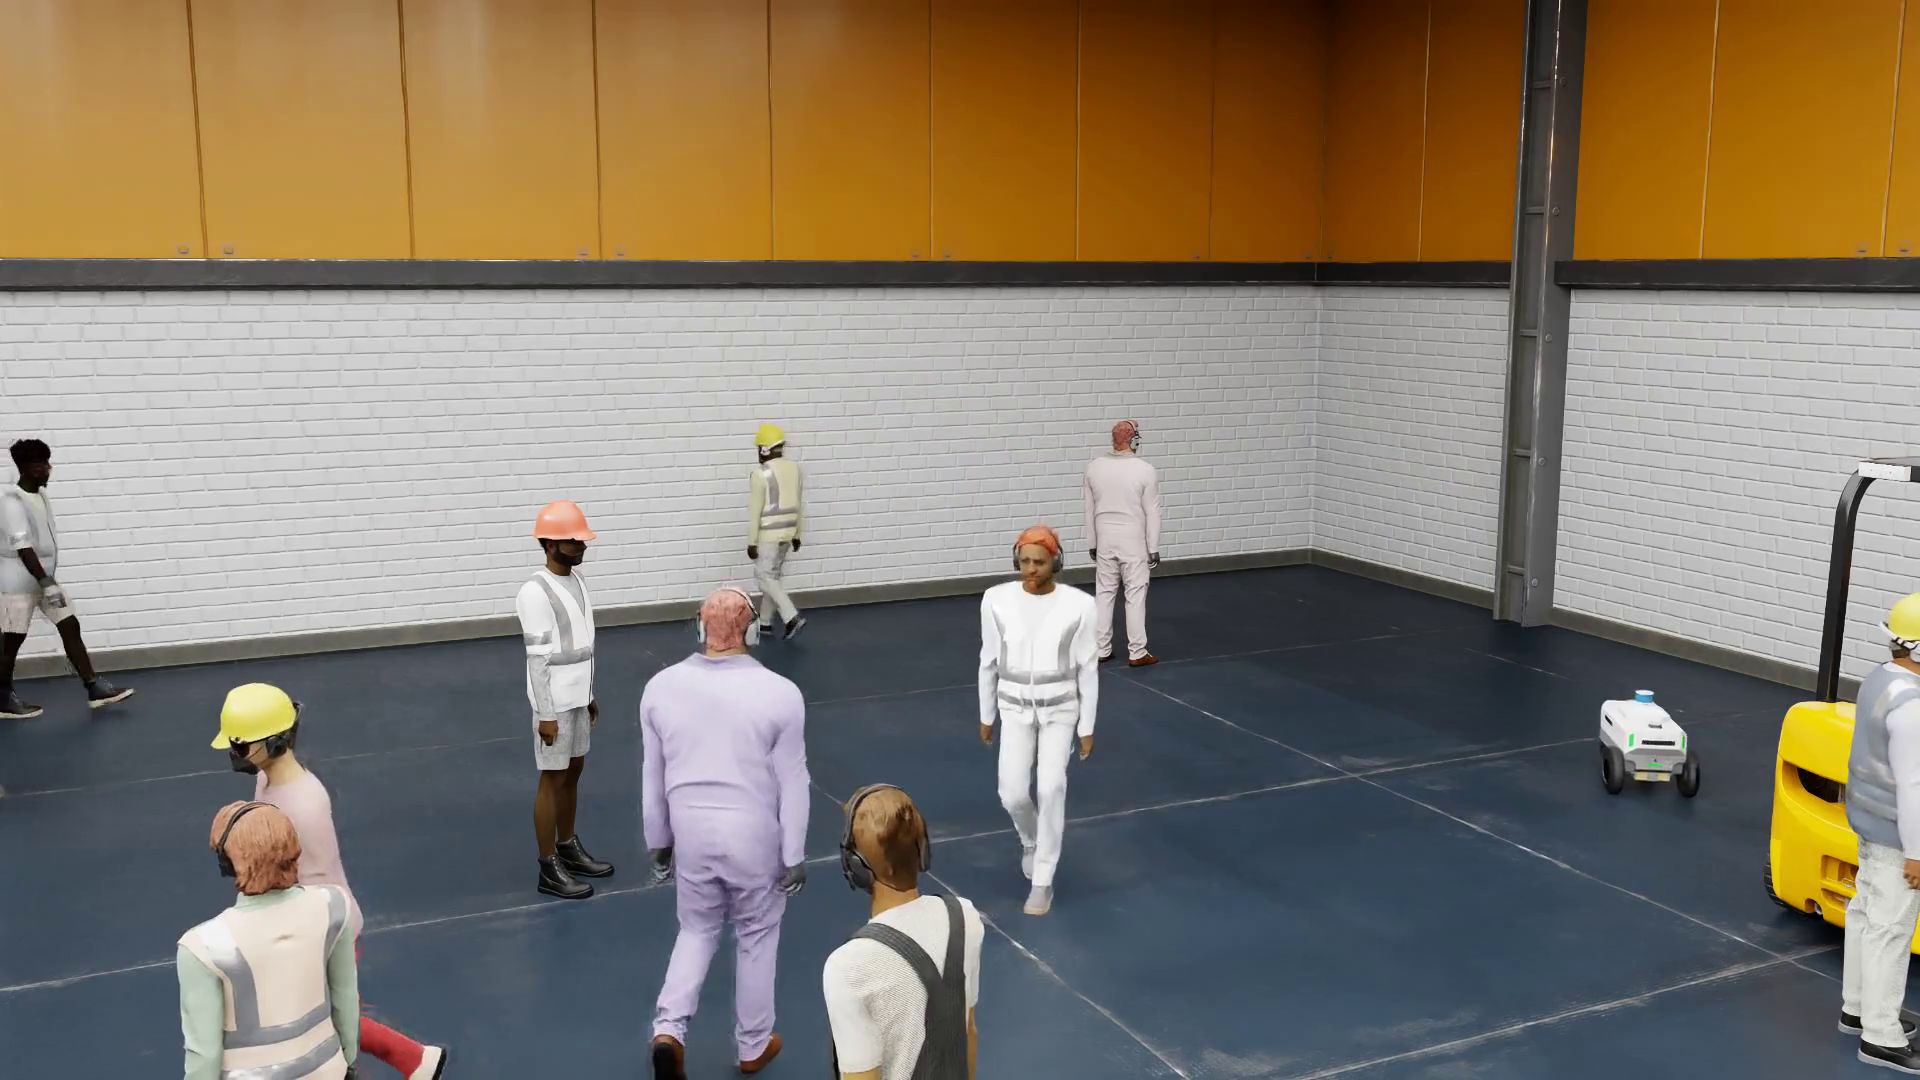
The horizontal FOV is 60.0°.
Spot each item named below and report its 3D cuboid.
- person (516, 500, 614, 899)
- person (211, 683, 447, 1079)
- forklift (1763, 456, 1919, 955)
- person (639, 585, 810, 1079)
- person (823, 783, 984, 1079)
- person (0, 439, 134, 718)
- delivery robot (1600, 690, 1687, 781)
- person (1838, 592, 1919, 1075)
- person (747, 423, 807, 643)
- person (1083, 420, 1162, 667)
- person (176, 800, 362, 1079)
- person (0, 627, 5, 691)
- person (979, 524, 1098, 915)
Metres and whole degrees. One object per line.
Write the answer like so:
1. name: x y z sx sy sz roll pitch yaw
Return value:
1. person: -1.923 0.766 8.136 0.354 1.939 0.544 2 9 10
2. person: -2.080 1.288 5.532 0.668 1.738 0.535 -7 11 -36
3. forklift: 4.857 0.731 7.561 2.313 2.155 1.214 -4 10 -25
4. person: -0.882 1.119 6.119 0.658 1.889 0.650 2 9 15
5. person: -0.145 1.484 3.987 0.337 1.838 0.509 7 12 37
6. person: -6.158 0.270 11.254 0.968 1.914 0.606 -1 9 -5
7. delivery robot: 4.038 1.134 9.842 0.477 0.478 0.707 1 9 8
8. person: 3.629 1.099 6.391 0.404 1.835 0.586 3 10 17
9. person: -1.523 -0.064 13.682 0.761 1.810 0.610 6 11 34
10. person: 1.271 0.025 12.828 0.643 1.908 0.408 6 11 32
11. person: -1.841 1.502 4.492 0.310 1.638 0.522 6 11 34
12. person: -5.605 0.694 9.042 0.655 1.785 0.981 1 9 7
13. person: 0.380 0.831 7.942 0.586 1.866 0.481 2 9 13
